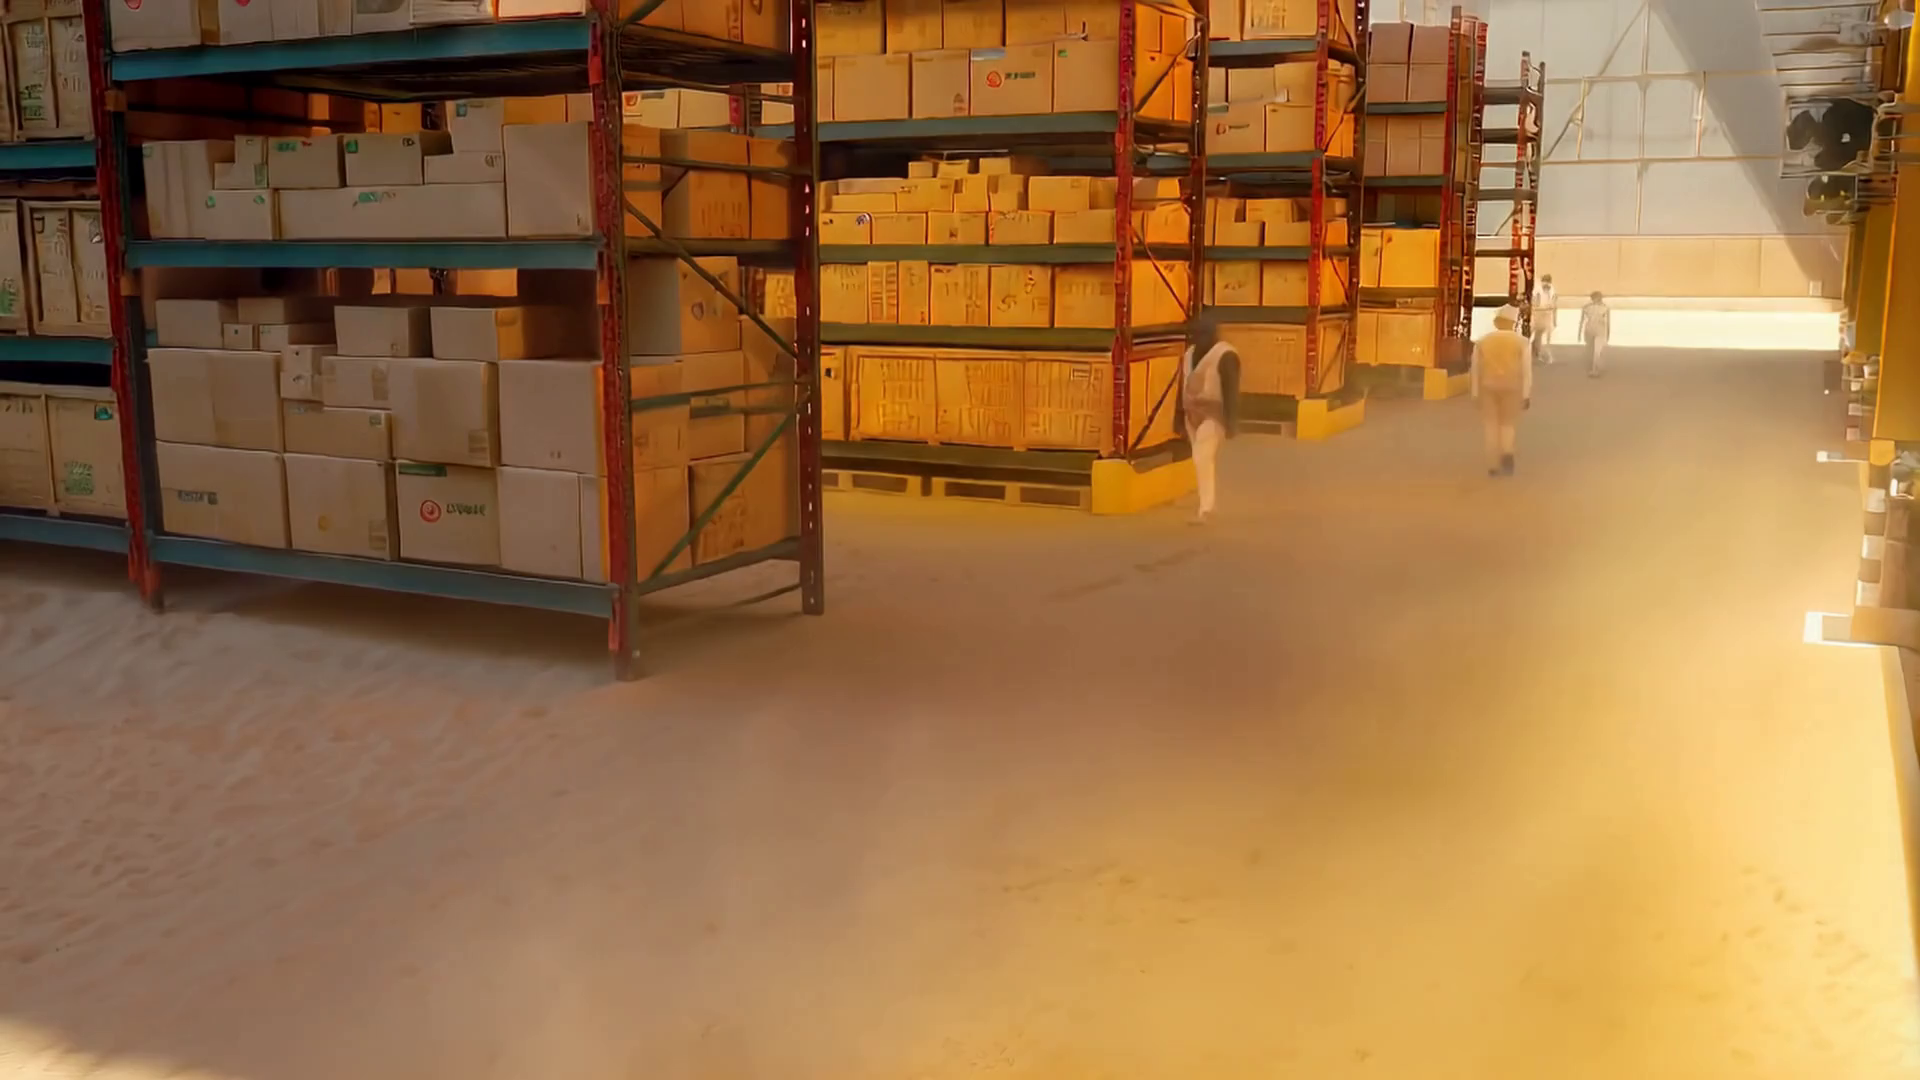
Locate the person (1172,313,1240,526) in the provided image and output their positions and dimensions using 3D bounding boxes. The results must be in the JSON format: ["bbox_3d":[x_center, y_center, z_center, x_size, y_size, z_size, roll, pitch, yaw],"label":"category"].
[{"bbox_3d":[2.055,-1.023,14.232,0.570,1.821,0.656,-6,11,-30],"label":"person"}]

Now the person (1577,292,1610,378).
[{"bbox_3d":[11.773,-3.797,30.938,0.551,1.592,0.860,6,11,31],"label":"person"}]

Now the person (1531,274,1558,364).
[{"bbox_3d":[12.258,-4.622,34.861,0.571,1.888,0.957,1,10,4],"label":"person"}]

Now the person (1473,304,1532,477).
[{"bbox_3d":[5.637,-1.549,17.321,0.587,1.809,0.434,4,10,19],"label":"person"}]
